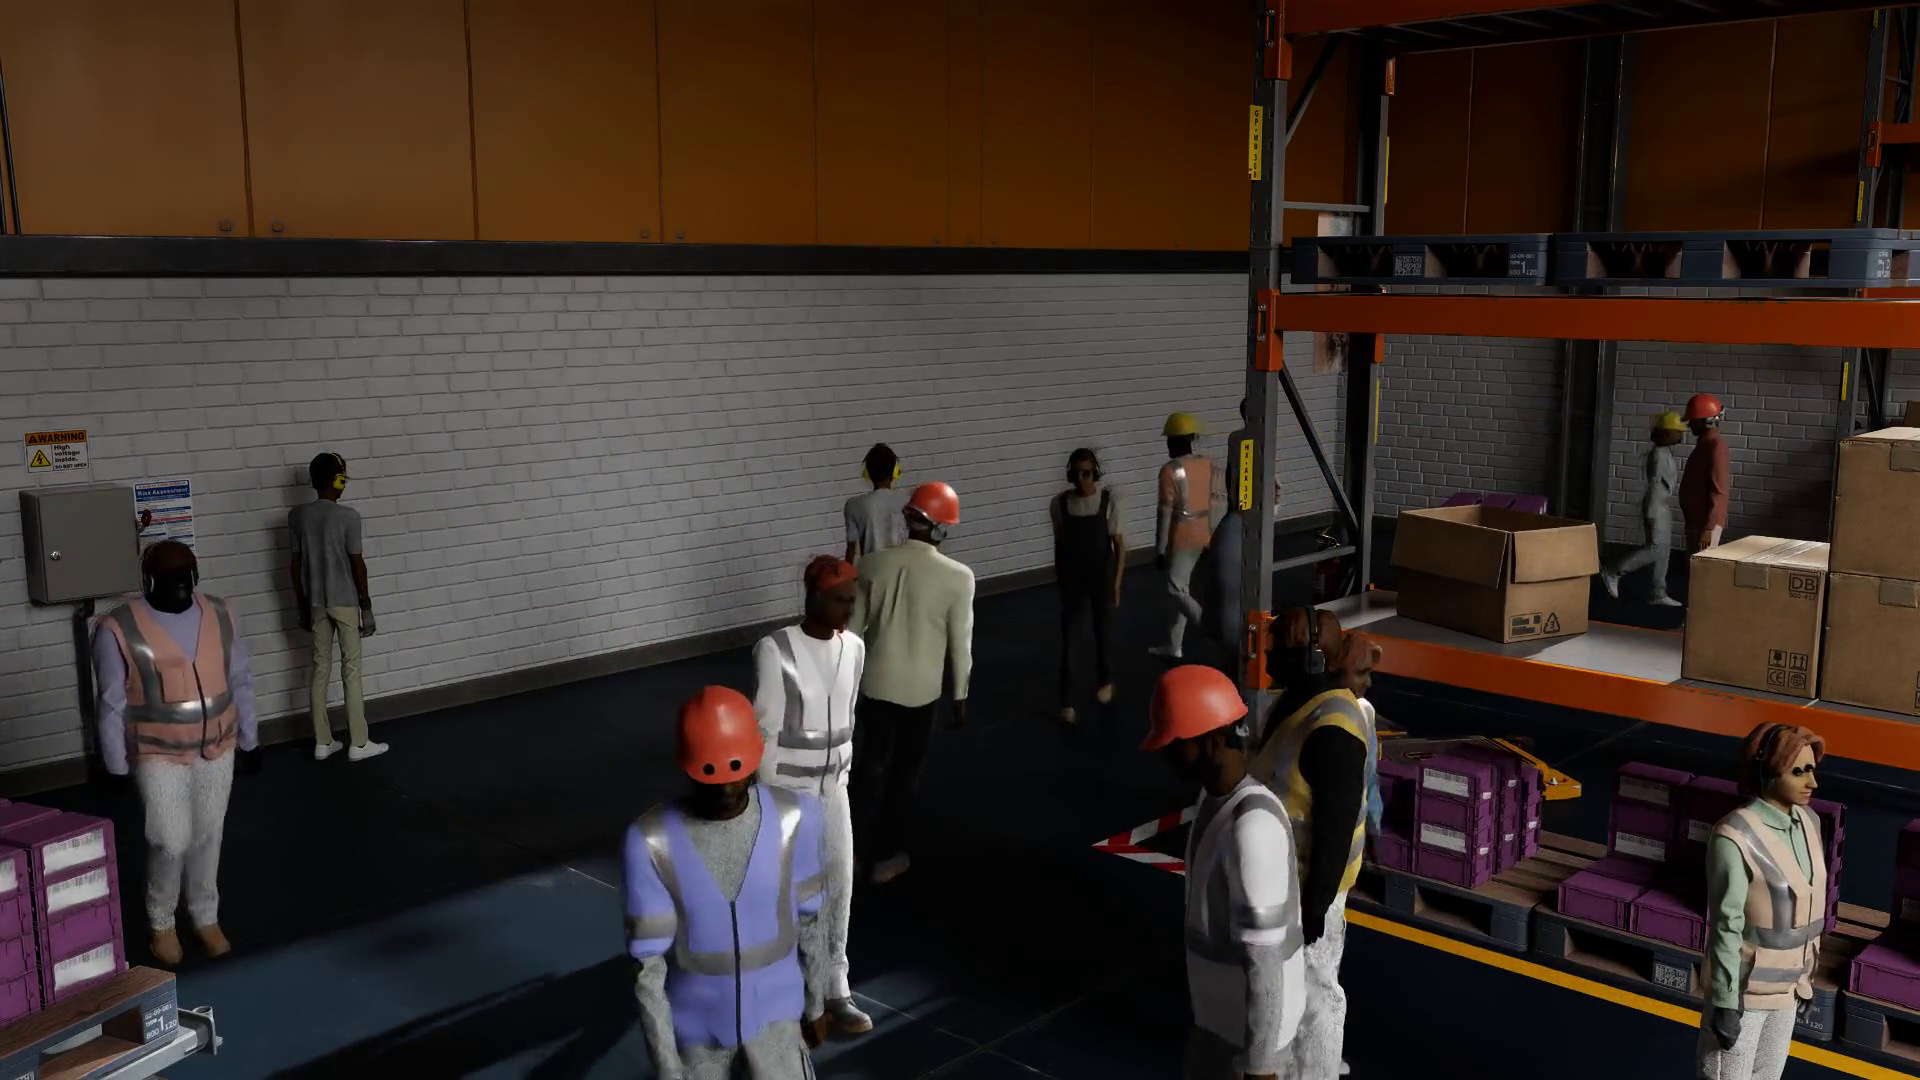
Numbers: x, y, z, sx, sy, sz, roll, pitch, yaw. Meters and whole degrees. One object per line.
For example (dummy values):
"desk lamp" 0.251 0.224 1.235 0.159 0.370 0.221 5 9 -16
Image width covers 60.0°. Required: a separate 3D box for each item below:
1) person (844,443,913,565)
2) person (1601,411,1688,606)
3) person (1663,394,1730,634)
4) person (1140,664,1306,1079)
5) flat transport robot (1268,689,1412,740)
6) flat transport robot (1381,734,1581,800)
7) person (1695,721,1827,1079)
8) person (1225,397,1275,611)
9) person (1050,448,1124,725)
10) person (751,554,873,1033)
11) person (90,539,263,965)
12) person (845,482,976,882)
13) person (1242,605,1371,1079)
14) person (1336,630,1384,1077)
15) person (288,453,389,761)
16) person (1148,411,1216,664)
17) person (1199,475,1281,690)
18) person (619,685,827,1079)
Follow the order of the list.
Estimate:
"person" -0.472 0.317 10.526 0.536 1.860 0.509 0 9 0
"person" 6.027 -0.272 14.557 0.577 1.729 0.493 5 11 30
"person" 5.772 -0.146 12.976 0.391 1.986 0.609 2 9 11
"person" 0.835 1.277 4.518 0.708 1.896 0.609 -1 9 -5
"flat transport robot" 2.216 1.143 10.313 0.652 0.197 1.431 -2 9 -10
"flat transport robot" 2.670 1.299 9.358 1.431 0.197 0.652 -2 9 -11
"person" 2.365 1.338 4.935 0.510 1.640 0.308 -7 12 -38
"person" 2.495 -0.316 14.388 0.336 1.868 0.521 -5 10 -26
"person" 0.845 0.276 11.017 0.510 1.798 0.995 2 9 11
"person" -0.660 0.956 6.658 0.595 1.847 0.914 -8 12 -39
"person" -3.304 0.898 7.087 0.452 1.829 0.627 7 12 37
"person" -0.285 0.705 7.885 0.649 1.943 0.755 4 10 25
"person" 1.139 1.125 5.625 0.429 1.844 0.627 0 9 -3
"person" 1.400 1.142 6.176 0.532 1.612 0.618 -8 12 -42
"person" -3.754 0.402 9.990 0.517 1.865 0.328 2 9 12
"person" 1.717 -0.004 12.382 0.586 1.904 0.729 -9 13 -44
"person" 1.491 0.545 8.947 0.415 1.916 0.653 3 10 17
"person" -0.589 1.302 4.373 0.556 1.888 0.923 -3 10 -16
